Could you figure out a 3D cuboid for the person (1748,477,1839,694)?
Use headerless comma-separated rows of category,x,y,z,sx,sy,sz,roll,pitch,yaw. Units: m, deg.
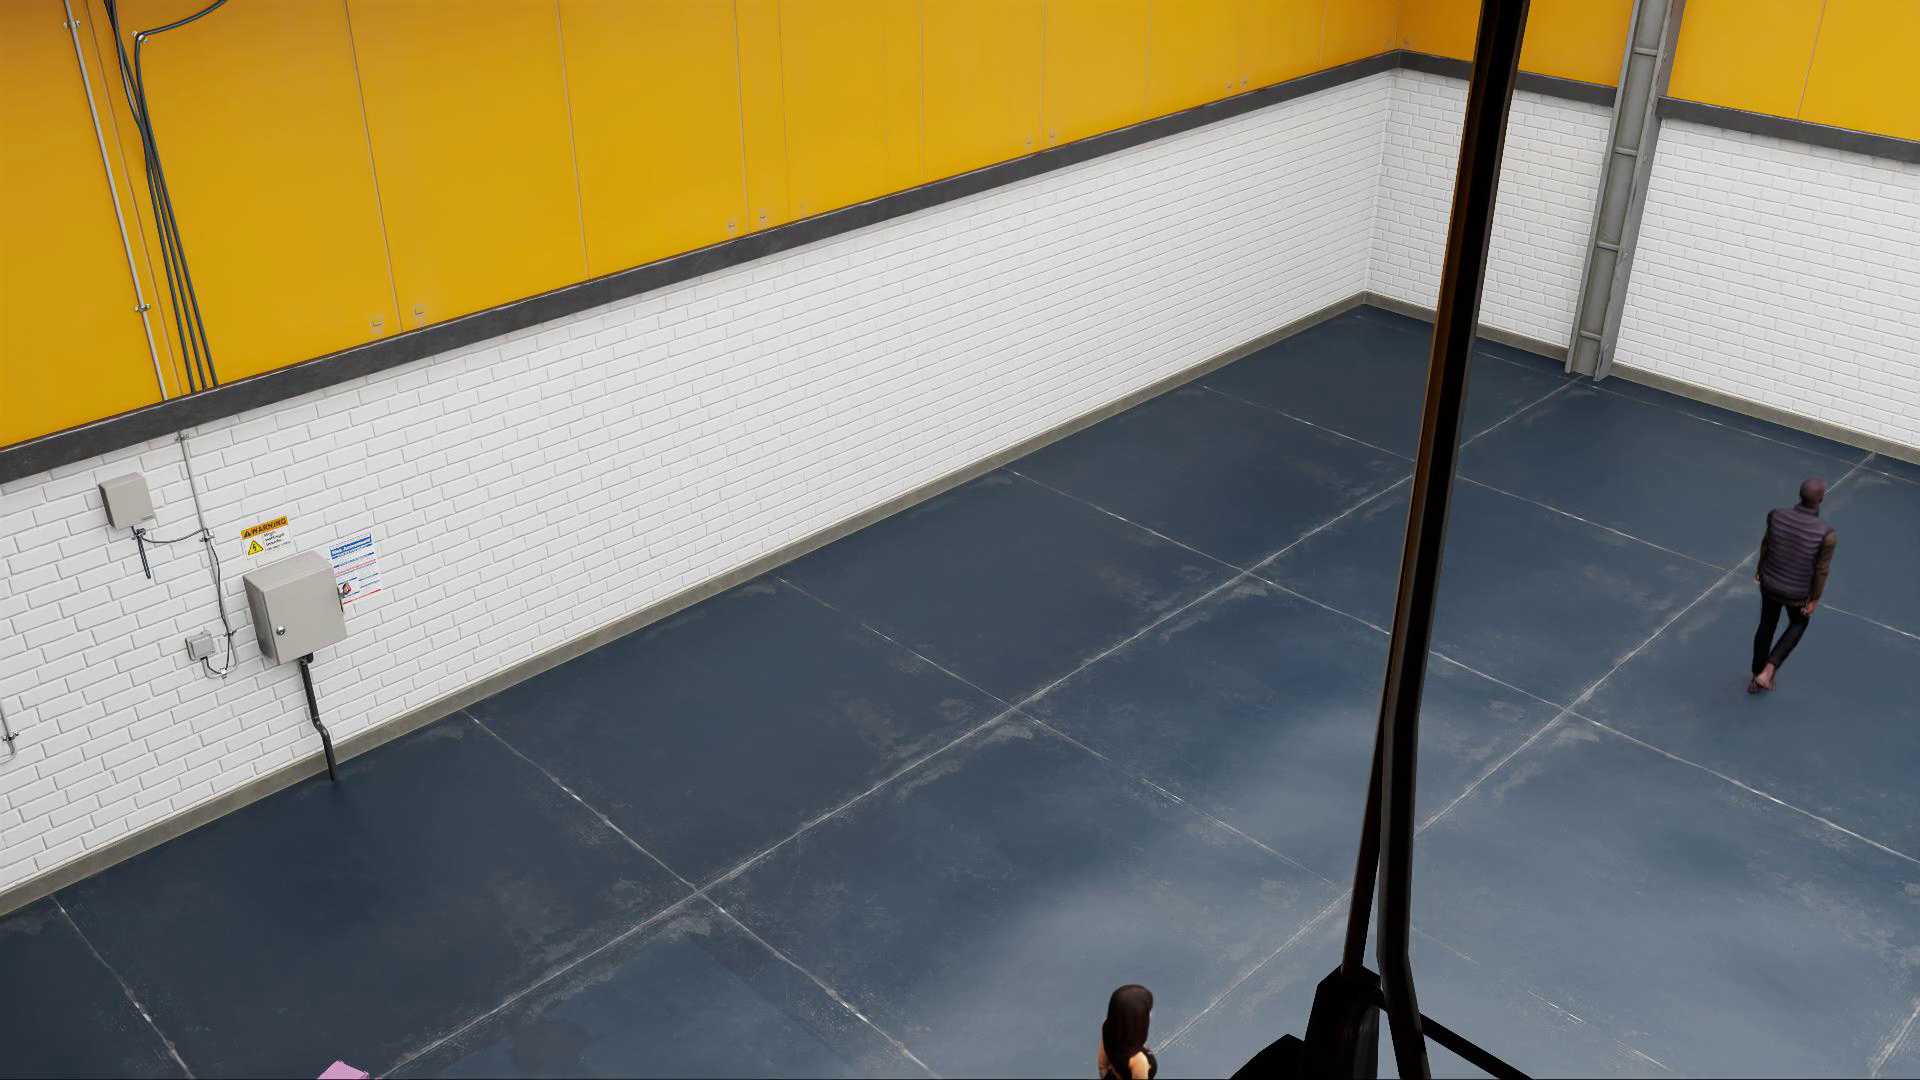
person,6.147,0.378,12.454,0.769,1.823,0.652,-22,36,-35

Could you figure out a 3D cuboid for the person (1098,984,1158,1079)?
person,0.784,2.823,8.153,0.682,1.650,0.540,-12,31,-21
